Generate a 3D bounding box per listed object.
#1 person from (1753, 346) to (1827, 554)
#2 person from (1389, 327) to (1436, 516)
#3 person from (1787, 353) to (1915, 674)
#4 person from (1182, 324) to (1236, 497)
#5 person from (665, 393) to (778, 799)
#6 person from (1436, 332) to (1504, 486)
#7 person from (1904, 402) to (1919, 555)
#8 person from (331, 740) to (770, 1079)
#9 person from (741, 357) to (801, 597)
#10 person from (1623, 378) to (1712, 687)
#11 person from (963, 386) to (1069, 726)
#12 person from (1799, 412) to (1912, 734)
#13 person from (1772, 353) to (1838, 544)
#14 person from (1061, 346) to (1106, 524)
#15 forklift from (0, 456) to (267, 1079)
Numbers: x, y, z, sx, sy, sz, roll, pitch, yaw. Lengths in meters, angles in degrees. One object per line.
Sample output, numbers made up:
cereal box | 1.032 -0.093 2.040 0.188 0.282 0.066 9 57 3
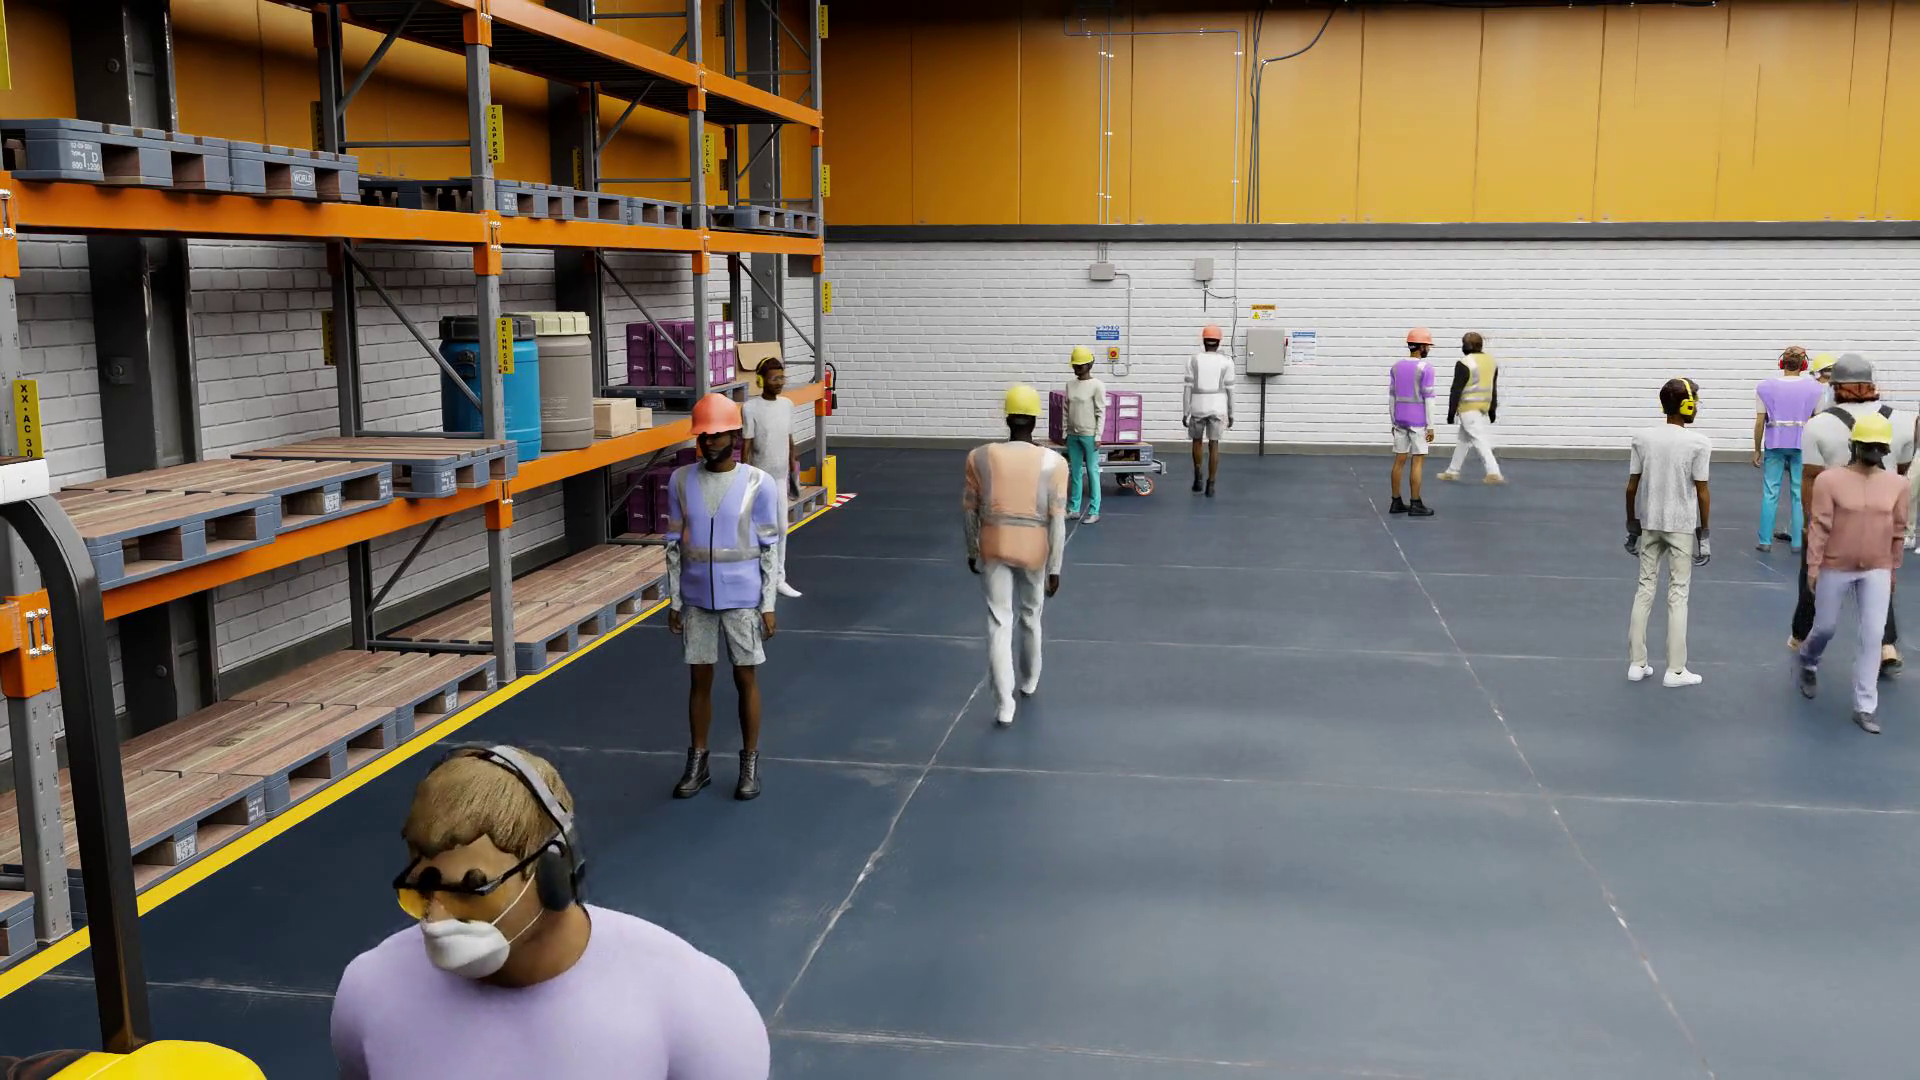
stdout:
person | 7.318 -0.790 14.717 0.566 1.847 0.390 4 10 24
person | 4.661 -1.215 17.067 0.374 1.933 0.550 -6 11 -32
person | 5.651 -0.205 10.510 0.680 2.000 0.986 1 9 9
person | 2.789 -1.459 18.644 0.585 1.906 0.770 1 9 7
person | -1.133 0.272 7.883 0.542 1.939 0.368 1 9 8
person | 6.045 -1.540 19.532 0.628 1.800 0.961 -7 12 -38
person | 8.562 -0.760 14.605 0.388 1.823 0.597 -3 10 -20
person | -0.553 1.206 2.231 0.650 1.909 0.743 1 9 4
person | -1.438 -0.456 12.651 0.327 1.853 0.538 9 13 43
person | 4.293 -0.048 10.081 0.313 1.866 0.538 -8 12 -41
person | 0.315 0.062 9.427 0.591 1.861 1.040 0 9 3
person | 4.995 0.141 9.311 0.526 1.741 0.794 2 9 13
person | 7.763 -0.781 14.912 0.625 1.772 0.931 -4 10 -25
person | 1.208 -1.038 16.513 0.319 1.763 0.522 -9 13 -44
forklift | -2.328 0.975 2.765 2.313 2.155 1.214 1 9 9
